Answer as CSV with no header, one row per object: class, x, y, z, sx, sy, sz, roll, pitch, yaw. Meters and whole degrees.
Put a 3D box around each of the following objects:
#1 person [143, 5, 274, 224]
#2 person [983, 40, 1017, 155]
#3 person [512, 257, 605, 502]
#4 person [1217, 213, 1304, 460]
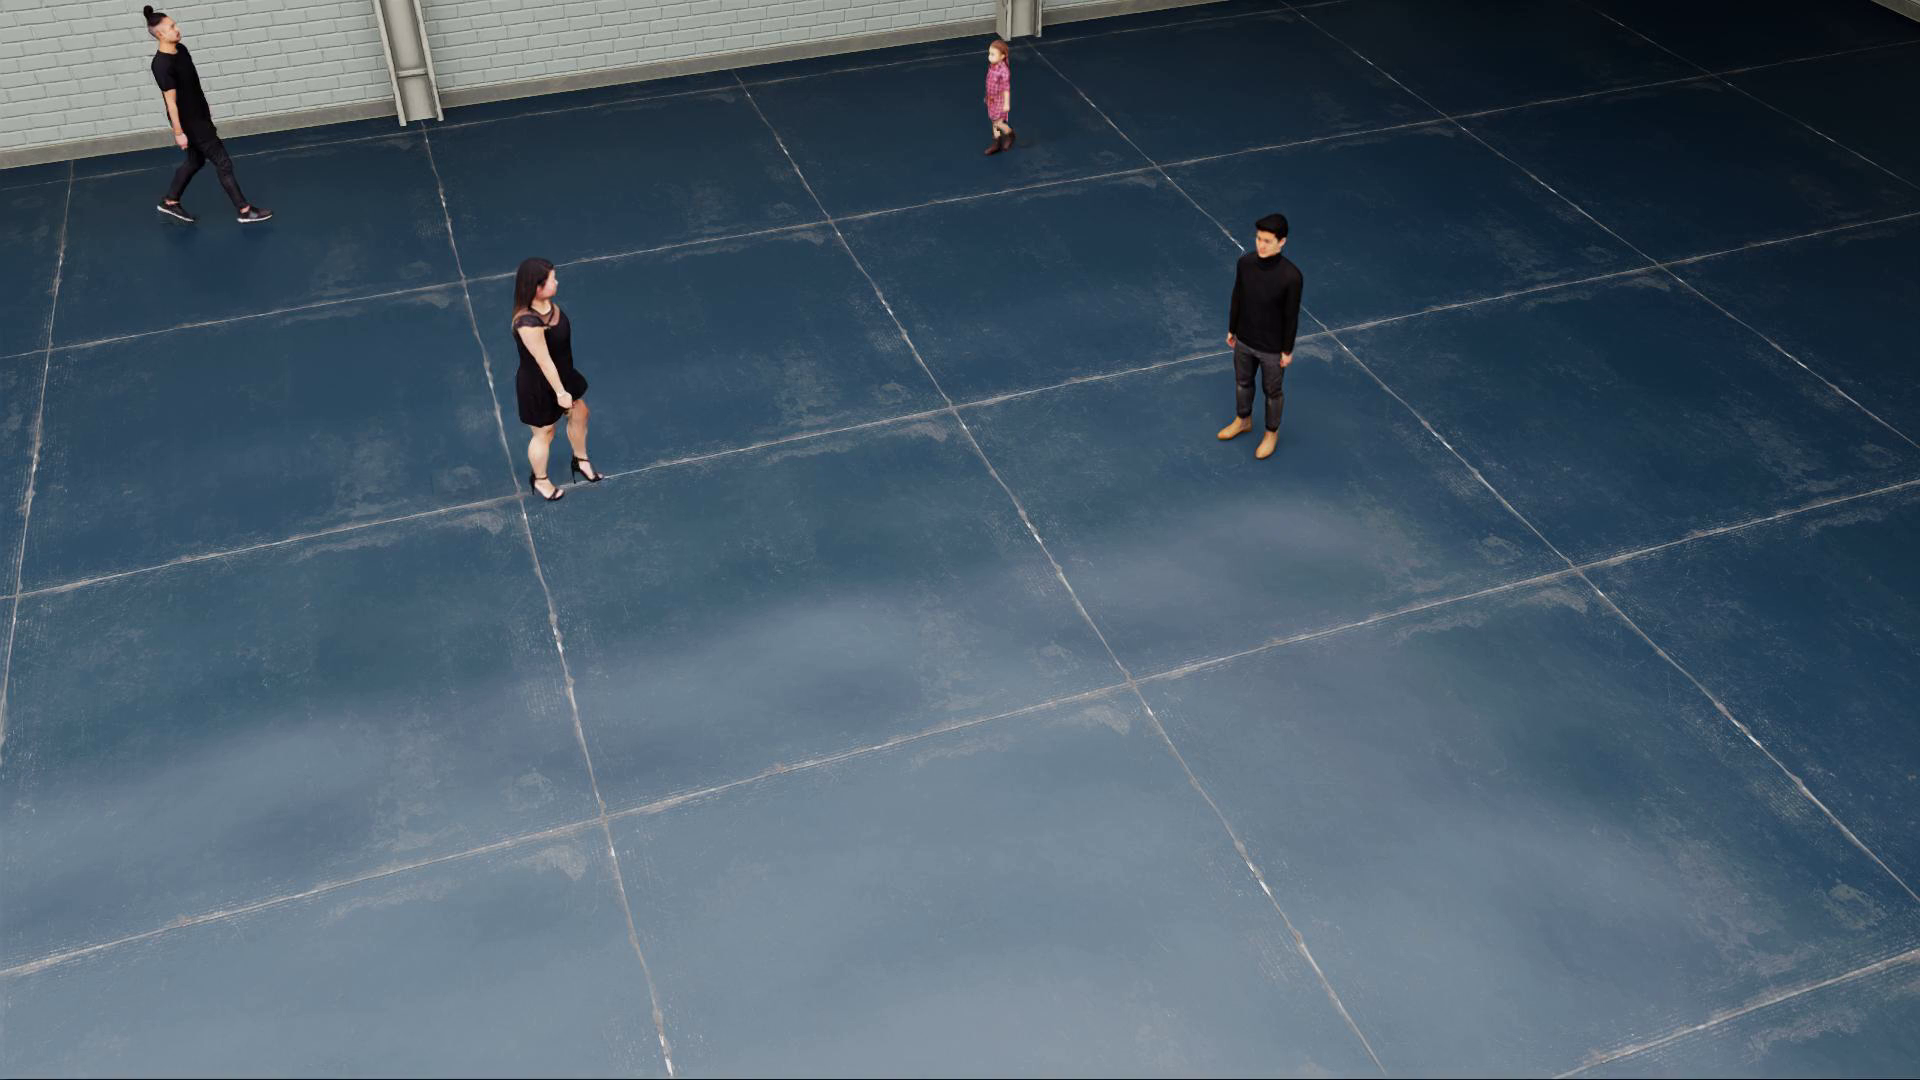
person,-6.211,-3.348,13.258,1.196,1.828,0.844,-6,38,-7
person,0.368,-3.895,14.617,0.559,1.014,0.473,-21,43,-24
person,-2.655,-0.952,10.300,0.769,1.700,0.734,-2,38,-3
person,1.969,-1.339,10.780,0.729,1.718,0.700,31,48,34
